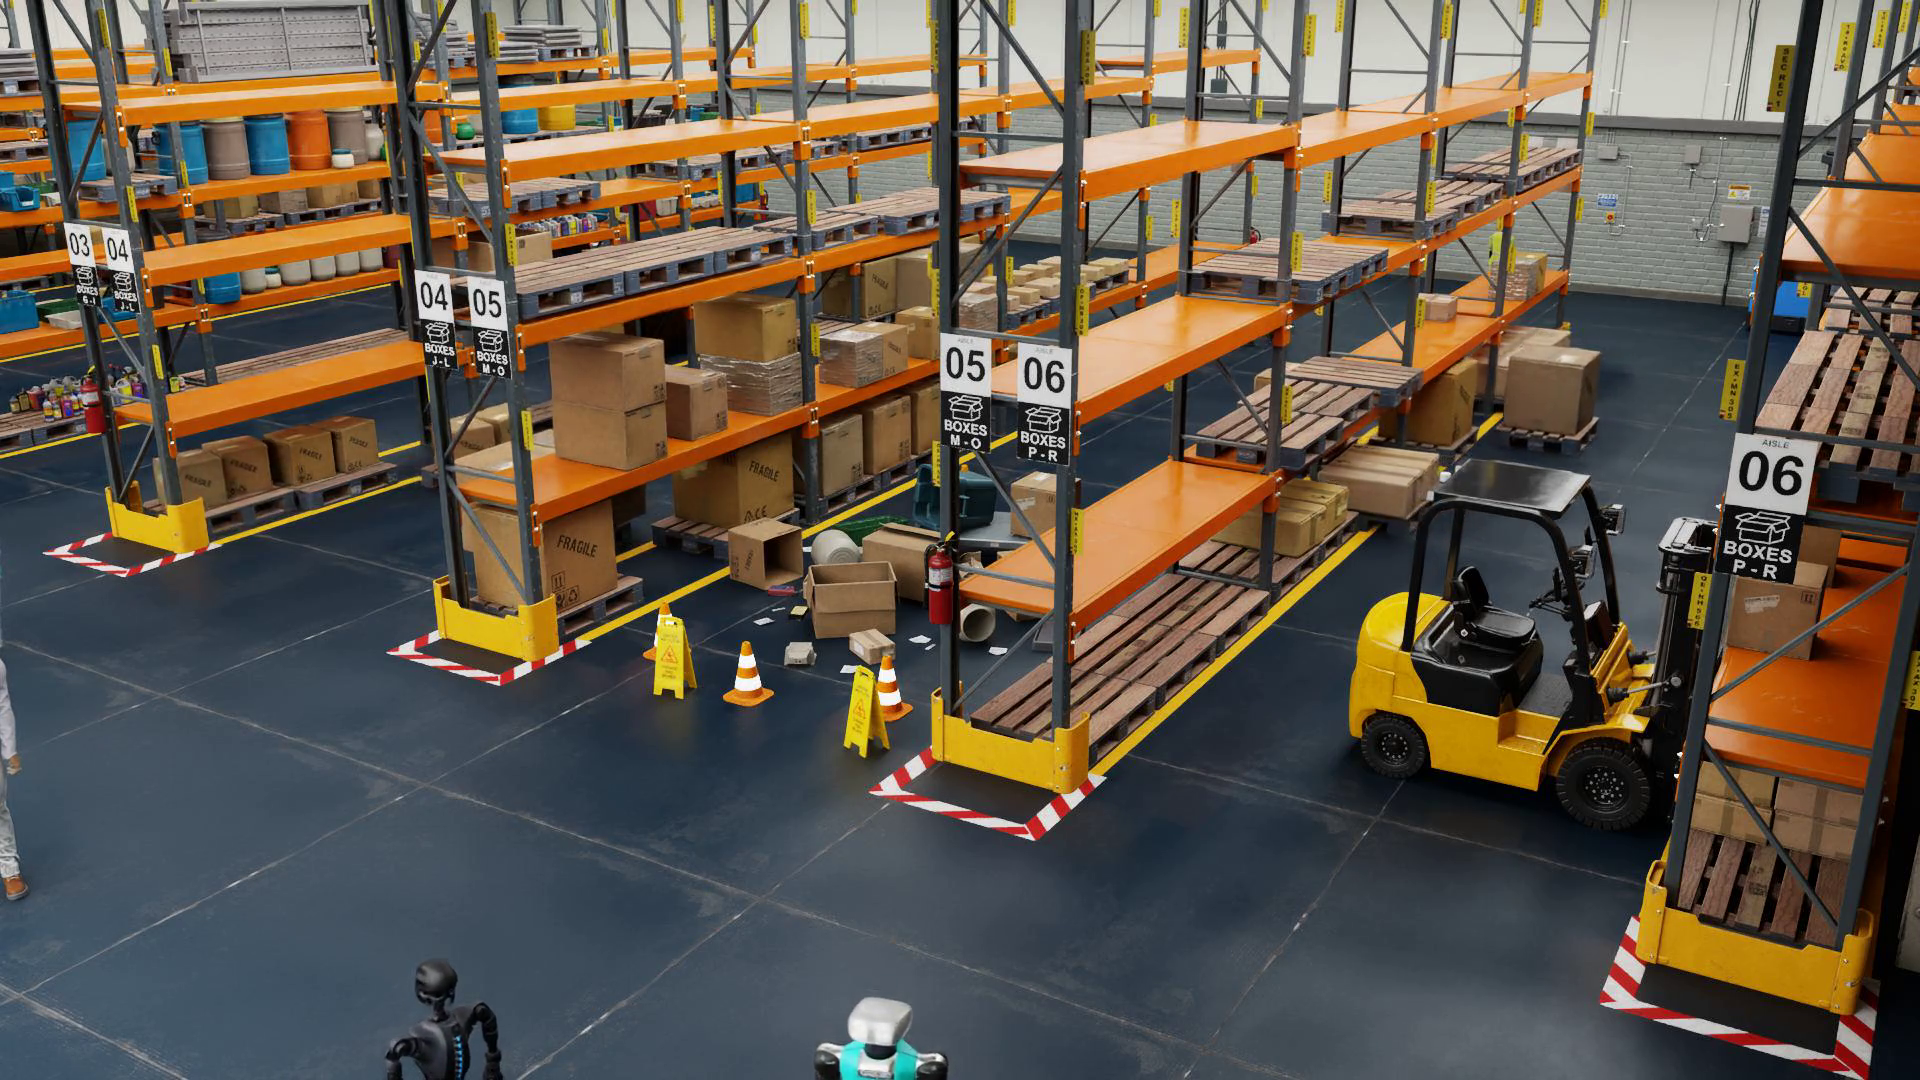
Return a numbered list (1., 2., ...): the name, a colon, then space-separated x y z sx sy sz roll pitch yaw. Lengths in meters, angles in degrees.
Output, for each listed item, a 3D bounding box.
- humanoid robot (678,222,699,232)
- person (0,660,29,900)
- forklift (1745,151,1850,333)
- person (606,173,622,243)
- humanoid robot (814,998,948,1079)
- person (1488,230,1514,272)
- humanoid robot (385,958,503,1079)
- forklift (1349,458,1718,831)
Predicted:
1. humanoid robot: -5.894 -7.489 36.156 0.607 1.636 0.706 -18 26 -42
2. person: -6.113 1.339 10.198 0.628 1.936 0.373 -11 22 -29
3. forklift: 13.620 -4.667 26.137 1.873 2.768 1.129 11 22 29
4. person: -6.796 -6.357 32.657 0.546 1.783 0.501 4 19 10
5. humanoid robot: -0.285 2.600 6.907 0.539 1.829 0.703 2 19 7
6. person: 8.919 -4.505 27.452 0.322 1.697 0.532 -8 21 -22
7. humanoid robot: -2.211 2.536 7.126 0.338 1.649 0.615 15 24 37
8. forklift: 3.988 0.658 11.776 2.313 2.155 1.214 11 22 29
